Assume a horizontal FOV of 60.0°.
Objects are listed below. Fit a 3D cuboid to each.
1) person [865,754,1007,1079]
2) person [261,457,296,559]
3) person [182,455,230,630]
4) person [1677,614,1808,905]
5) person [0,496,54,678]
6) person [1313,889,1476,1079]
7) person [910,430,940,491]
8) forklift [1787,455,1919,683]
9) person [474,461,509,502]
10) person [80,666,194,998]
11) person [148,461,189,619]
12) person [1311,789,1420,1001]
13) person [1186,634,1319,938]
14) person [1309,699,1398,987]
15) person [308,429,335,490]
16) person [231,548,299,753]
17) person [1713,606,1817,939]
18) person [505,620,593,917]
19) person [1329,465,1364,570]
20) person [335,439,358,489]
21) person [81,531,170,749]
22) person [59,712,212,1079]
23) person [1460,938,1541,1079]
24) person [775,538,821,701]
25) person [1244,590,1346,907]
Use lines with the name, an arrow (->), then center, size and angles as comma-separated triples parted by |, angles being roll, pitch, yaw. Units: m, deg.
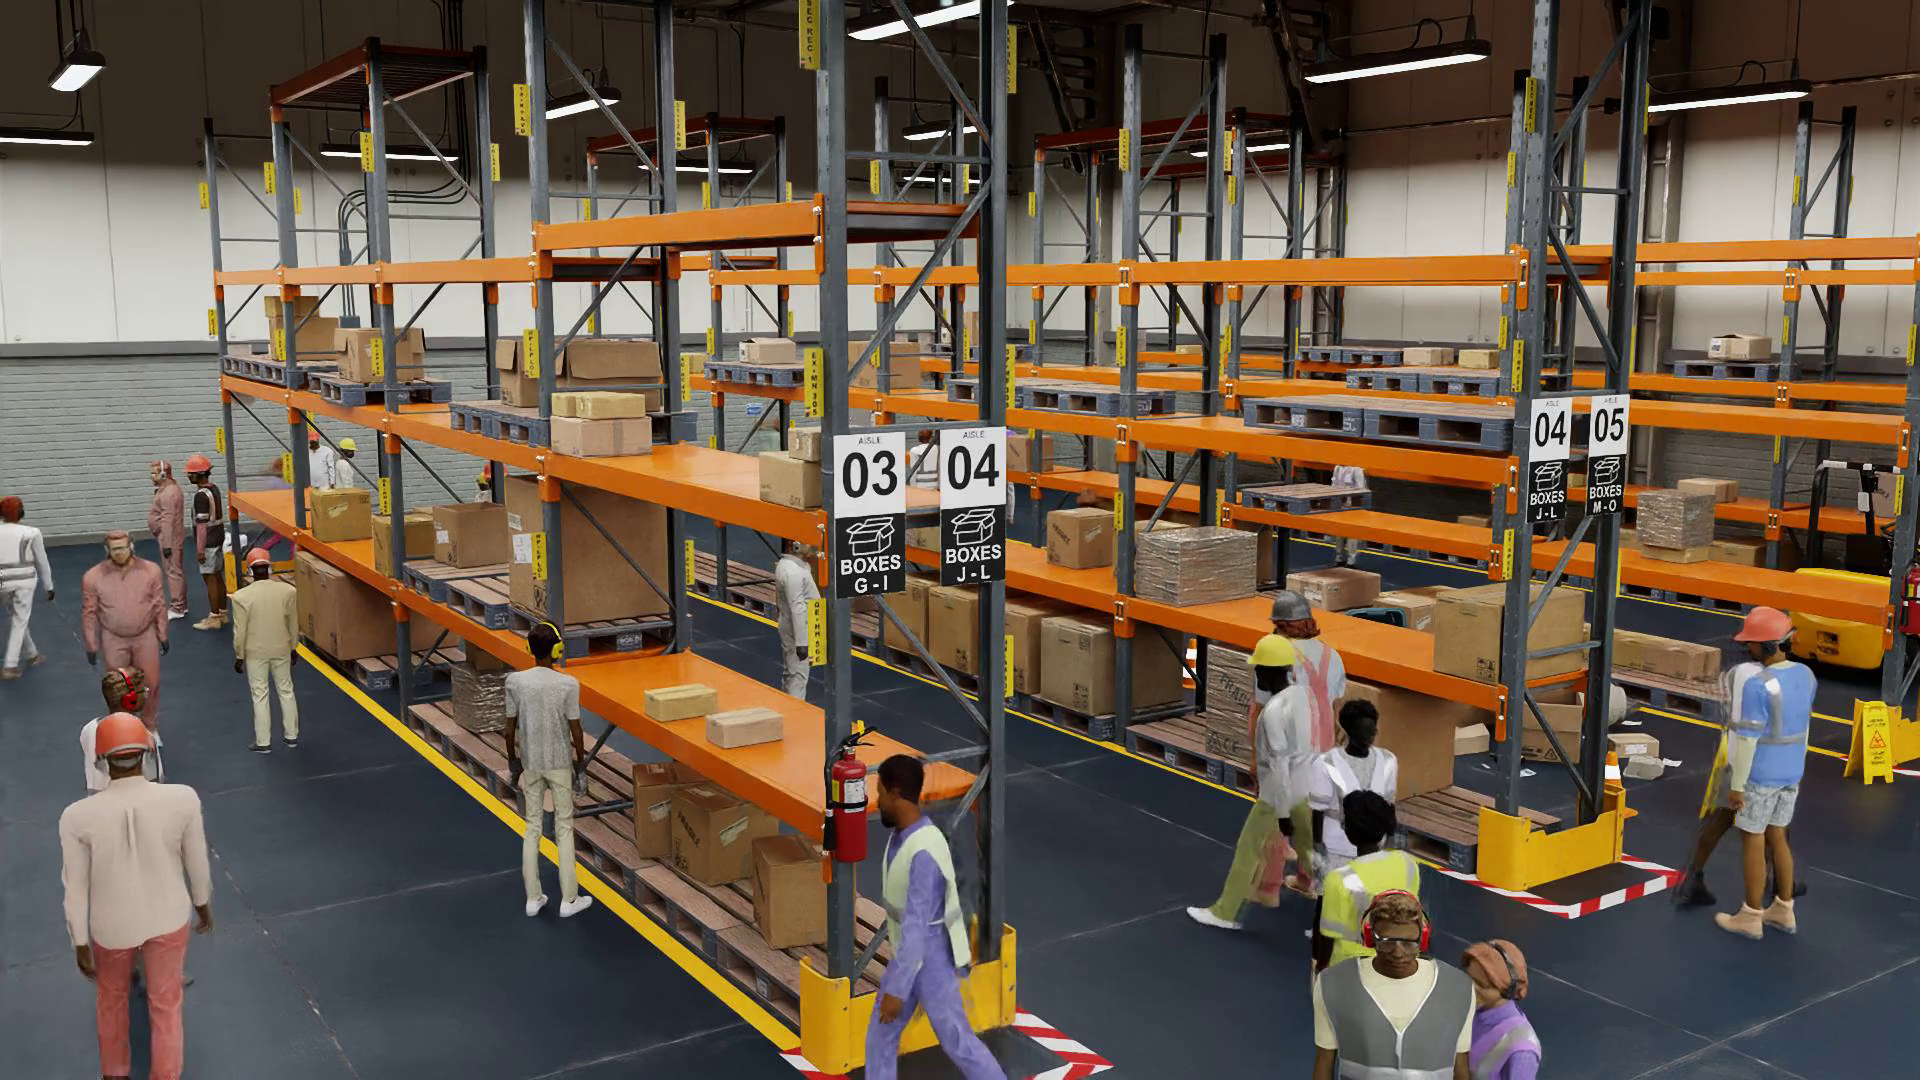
person -> -0.130, 1.883, 7.445 | 0.966, 1.860, 0.620 | -3, 9, -19
person -> -9.491, -0.364, 23.218 | 0.745, 1.606, 0.509 | 2, 9, 12
person -> -8.705, 0.032, 19.193 | 0.399, 2.040, 0.611 | -1, 9, -8
person -> 5.014, 1.402, 10.573 | 0.978, 1.884, 0.544 | -4, 9, -23
person -> -9.611, 0.466, 16.960 | 0.595, 1.837, 1.000 | -1, 9, -6
person -> 1.533, 2.119, 5.948 | 0.559, 1.835, 0.393 | 1, 9, 6
person -> -0.519, -0.795, 25.180 | 0.585, 1.881, 0.344 | -6, 10, -33
forklift -> 9.643, 0.253, 17.172 | 2.313, 2.155, 1.214 | -6, 10, -33
person -> -5.147, 0.117, 18.578 | 0.607, 2.044, 0.379 | 1, 9, 9
person -> -4.614, 1.618, 9.226 | 0.564, 1.848, 0.388 | 5, 10, 28
person -> -9.460, -0.001, 19.859 | 0.401, 1.901, 0.646 | -3, 9, -19
person -> 1.821, 1.951, 7.529 | 0.553, 1.682, 0.370 | -5, 10, -31
person -> 1.925, 1.491, 10.016 | 1.009, 1.876, 0.589 | 5, 10, 31
person -> 2.184, 1.702, 9.208 | 0.560, 1.686, 0.343 | -2, 9, -15
person -> -10.261, -0.924, 26.512 | 0.568, 1.740, 0.354 | -2, 9, -12
person -> -5.911, 0.932, 14.146 | 0.350, 1.739, 0.565 | 8, 12, 42
person -> 4.877, 1.402, 10.074 | 0.618, 2.033, 0.409 | -5, 10, -30
person -> -2.584, 1.429, 10.418 | 0.533, 1.868, 0.310 | 1, 9, 8
person -> 5.389, -0.462, 23.172 | 0.409, 1.816, 0.674 | -4, 9, -24
person -> -9.007, -0.613, 24.421 | 0.374, 1.752, 0.516 | -4, 9, -25
person -> -7.075, 0.865, 14.136 | 0.673, 1.881, 0.741 | -5, 10, -30
person -> -3.880, 1.767, 7.875 | 0.633, 1.959, 0.879 | -5, 10, -29
person -> 1.920, 2.214, 6.006 | 0.317, 1.633, 0.525 | -1, 9, -3
person -> -1.378, 0.820, 14.348 | 0.407, 1.908, 0.643 | -2, 9, -12
person -> 2.102, 1.308, 10.650 | 0.684, 2.000, 0.535 | -5, 10, -32
